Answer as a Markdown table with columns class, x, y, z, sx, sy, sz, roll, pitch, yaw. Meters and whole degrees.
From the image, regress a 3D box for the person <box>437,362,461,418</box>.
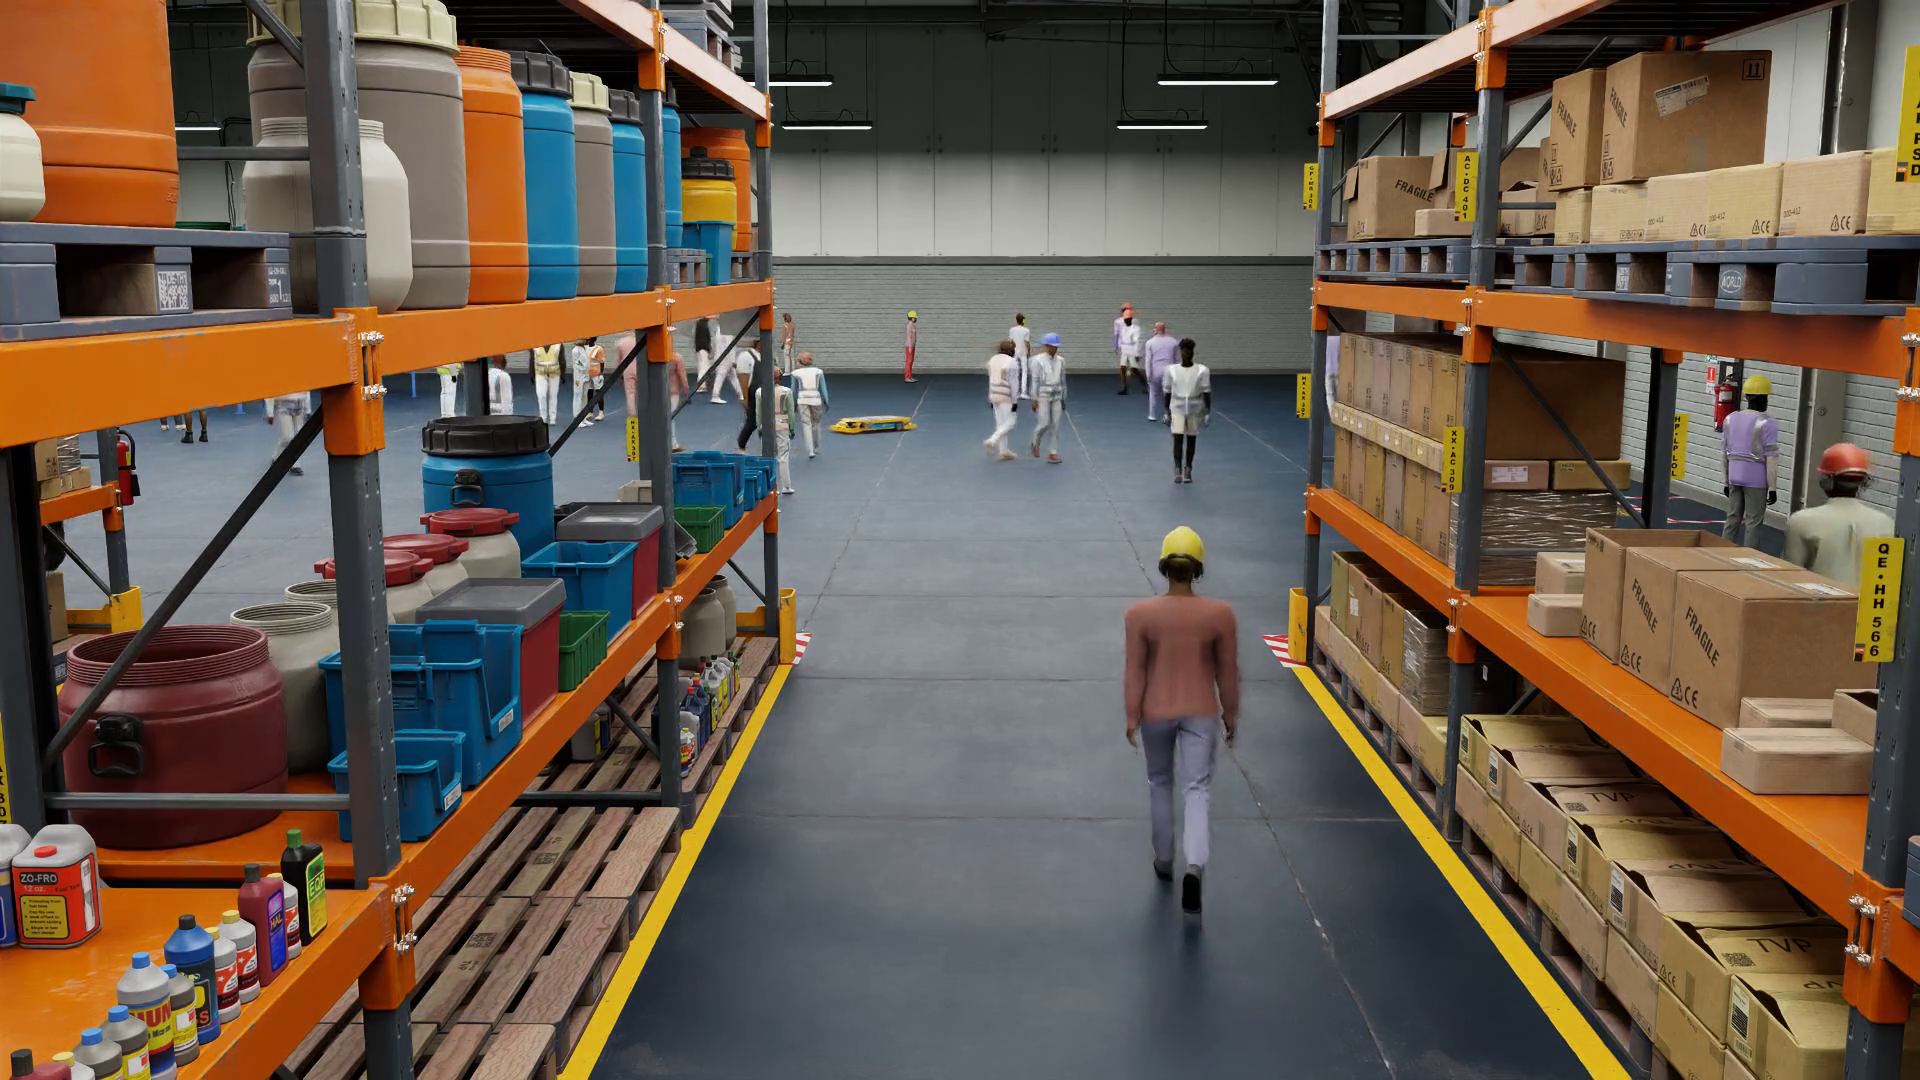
| class | x | y | z | sx | sy | sz | roll | pitch | yaw |
| --- | --- | --- | --- | --- | --- | --- | --- | --- | --- |
| person | -9.438 | -3.082 | 30.746 | 0.430 | 1.835 | 0.619 | -6 | 11 | -31 |

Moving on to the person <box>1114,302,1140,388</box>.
| class | x | y | z | sx | sy | sz | roll | pitch | yaw |
| --- | --- | --- | --- | --- | --- | --- | --- | --- | --- |
| person | 3.932 | -4.604 | 39.265 | 0.621 | 2.028 | 0.583 | 3 | 10 | 15 |

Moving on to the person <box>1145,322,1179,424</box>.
| class | x | y | z | sx | sy | sz | roll | pitch | yaw |
| --- | --- | --- | --- | --- | --- | --- | --- | --- | --- |
| person | 3.750 | -3.100 | 30.792 | 0.657 | 1.864 | 0.922 | -1 | 10 | -4 |

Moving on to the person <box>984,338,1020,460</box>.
| class | x | y | z | sx | sy | sz | roll | pitch | yaw |
| --- | --- | --- | --- | --- | --- | --- | --- | --- | --- |
| person | 0.605 | -2.089 | 24.805 | 0.598 | 1.825 | 0.640 | -7 | 12 | -36 |

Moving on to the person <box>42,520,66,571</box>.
| class | x | y | z | sx | sy | sz | roll | pitch | yaw |
| --- | --- | --- | --- | --- | --- | --- | --- | --- | --- |
| person | -7.686 | -0.262 | 13.718 | 0.655 | 1.872 | 0.632 | 3 | 10 | 16 |

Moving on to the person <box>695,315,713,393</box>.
| class | x | y | z | sx | sy | sz | roll | pitch | yaw |
| --- | --- | --- | --- | --- | --- | --- | --- | --- | --- |
| person | -5.819 | -4.294 | 37.681 | 0.402 | 1.943 | 0.744 | -3 | 10 | -20 |

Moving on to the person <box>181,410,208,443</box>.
| class | x | y | z | sx | sy | sz | roll | pitch | yaw |
| --- | --- | --- | --- | --- | --- | --- | --- | --- | --- |
| person | -12.684 | -2.577 | 27.392 | 0.362 | 1.935 | 0.553 | 9 | 13 | 42 |

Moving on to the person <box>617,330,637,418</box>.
| class | x | y | z | sx | sy | sz | roll | pitch | yaw |
| --- | --- | --- | --- | --- | --- | --- | --- | --- | --- |
| person | -5.978 | -3.071 | 30.642 | 0.649 | 1.839 | 1.034 | -1 | 10 | -5 |

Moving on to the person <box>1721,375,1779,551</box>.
| class | x | y | z | sx | sy | sz | roll | pitch | yaw |
| --- | --- | --- | --- | --- | --- | --- | --- | --- | --- |
| person | 7.245 | -0.547 | 15.253 | 0.364 | 1.930 | 0.588 | -4 | 10 | -25 |

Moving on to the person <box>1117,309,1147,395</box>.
| class | x | y | z | sx | sy | sz | roll | pitch | yaw |
| --- | --- | --- | --- | --- | --- | --- | --- | --- | --- |
| person | 3.865 | -4.223 | 37.336 | 0.783 | 1.916 | 0.552 | -9 | 13 | -43 |

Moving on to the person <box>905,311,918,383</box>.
| class | x | y | z | sx | sy | sz | roll | pitch | yaw |
| --- | --- | --- | --- | --- | --- | --- | --- | --- | --- |
| person | -1.190 | -4.784 | 41.153 | 0.337 | 1.757 | 0.518 | 1 | 10 | 9 |

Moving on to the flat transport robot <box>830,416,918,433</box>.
| class | x | y | z | sx | sy | sz | roll | pitch | yaw |
| --- | --- | --- | --- | --- | --- | --- | --- | --- | --- |
| flat transport robot | -1.520 | -2.055 | 29.372 | 1.431 | 0.197 | 0.652 | -7 | 12 | -35 |

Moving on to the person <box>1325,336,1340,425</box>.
| class | x | y | z | sx | sy | sz | roll | pitch | yaw |
| --- | --- | --- | --- | --- | --- | --- | --- | --- | --- |
| person | 6.770 | -3.053 | 30.402 | 0.709 | 1.888 | 0.595 | 0 | 9 | 1 |

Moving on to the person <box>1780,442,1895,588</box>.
| class | x | y | z | sx | sy | sz | roll | pitch | yaw |
| --- | --- | --- | --- | --- | --- | --- | --- | --- | --- |
| person | 4.812 | 0.456 | 9.128 | 0.616 | 1.975 | 0.797 | -1 | 9 | -3 |

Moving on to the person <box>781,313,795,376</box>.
| class | x | y | z | sx | sy | sz | roll | pitch | yaw |
| --- | --- | --- | --- | --- | --- | --- | --- | --- | --- |
| person | -4.489 | -5.091 | 43.338 | 0.306 | 1.639 | 0.524 | 5 | 11 | 26 |

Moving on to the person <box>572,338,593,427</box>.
| class | x | y | z | sx | sy | sz | roll | pitch | yaw |
| --- | --- | --- | --- | --- | --- | --- | --- | --- | --- |
| person | -6.824 | -2.928 | 30.079 | 0.322 | 1.741 | 0.490 | 2 | 10 | 14 |

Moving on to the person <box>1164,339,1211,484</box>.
| class | x | y | z | sx | sy | sz | roll | pitch | yaw |
| --- | --- | --- | --- | --- | --- | --- | --- | --- | --- |
| person | 3.028 | -1.700 | 22.155 | 0.633 | 1.921 | 0.960 | 1 | 10 | 7 |

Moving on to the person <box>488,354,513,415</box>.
| class | x | y | z | sx | sy | sz | roll | pitch | yaw |
| --- | --- | --- | --- | --- | --- | --- | --- | --- | --- |
| person | -6.136 | -1.610 | 21.891 | 0.580 | 1.853 | 0.900 | 8 | 12 | 38 |

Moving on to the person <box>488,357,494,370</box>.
| class | x | y | z | sx | sy | sz | roll | pitch | yaw |
| --- | --- | --- | --- | --- | --- | --- | --- | --- | --- |
| person | -10.695 | -4.209 | 37.491 | 0.579 | 1.824 | 0.633 | -3 | 10 | -19 |

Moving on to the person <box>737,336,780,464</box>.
| class | x | y | z | sx | sy | sz | roll | pitch | yaw |
| --- | --- | --- | --- | --- | --- | --- | --- | --- | --- |
| person | -2.982 | -2.150 | 24.652 | 0.689 | 2.000 | 0.827 | -7 | 12 | -37 |

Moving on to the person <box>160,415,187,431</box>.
| class | x | y | z | sx | sy | sz | roll | pitch | yaw |
| --- | --- | --- | --- | --- | --- | --- | --- | --- | --- |
| person | -13.999 | -2.859 | 29.367 | 0.505 | 1.841 | 0.347 | -1 | 10 | -6 |

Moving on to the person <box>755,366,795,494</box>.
| class | x | y | z | sx | sy | sz | roll | pitch | yaw |
| --- | --- | --- | --- | --- | --- | --- | --- | --- | --- |
| person | -2.354 | -1.398 | 21.214 | 0.514 | 1.641 | 0.307 | 1 | 10 | 9 |

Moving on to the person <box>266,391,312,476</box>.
| class | x | y | z | sx | sy | sz | roll | pitch | yaw |
| --- | --- | --- | --- | --- | --- | --- | --- | --- | --- |
| person | -9.315 | -1.796 | 23.112 | 0.440 | 1.810 | 0.587 | 6 | 11 | 30 |

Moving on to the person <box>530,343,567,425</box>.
| class | x | y | z | sx | sy | sz | roll | pitch | yaw |
| --- | --- | --- | --- | --- | --- | --- | --- | --- | --- |
| person | -7.422 | -2.958 | 30.017 | 0.646 | 1.815 | 0.764 | -3 | 10 | -16 |

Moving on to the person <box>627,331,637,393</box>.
| class | x | y | z | sx | sy | sz | roll | pitch | yaw |
| --- | --- | --- | --- | --- | --- | --- | --- | --- | --- |
| person | -7.265 | -4.312 | 37.742 | 0.605 | 1.951 | 0.380 | -6 | 11 | -30 |

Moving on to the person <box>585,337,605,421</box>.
| class | x | y | z | sx | sy | sz | roll | pitch | yaw |
| --- | --- | --- | --- | --- | --- | --- | --- | --- | --- |
| person | -6.877 | -3.093 | 31.188 | 0.536 | 1.699 | 0.322 | 6 | 11 | 31 |

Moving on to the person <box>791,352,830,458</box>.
| class | x | y | z | sx | sy | sz | roll | pitch | yaw |
| --- | --- | --- | --- | --- | --- | --- | --- | --- | --- |
| person | -2.283 | -2.061 | 25.323 | 0.561 | 1.584 | 0.864 | -2 | 10 | -11 |

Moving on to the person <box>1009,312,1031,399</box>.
| class | x | y | z | sx | sy | sz | roll | pitch | yaw |
| --- | --- | --- | --- | --- | --- | --- | --- | --- | --- |
| person | 1.312 | -4.003 | 36.138 | 0.527 | 1.873 | 0.320 | 5 | 11 | 29 |

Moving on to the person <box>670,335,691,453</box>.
| class | x | y | z | sx | sy | sz | roll | pitch | yaw |
| --- | --- | --- | --- | --- | --- | --- | --- | --- | --- |
| person | -4.462 | -2.213 | 25.191 | 0.622 | 1.955 | 1.004 | 5 | 11 | 27 |

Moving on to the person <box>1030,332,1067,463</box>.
| class | x | y | z | sx | sy | sz | roll | pitch | yaw |
| --- | --- | --- | --- | --- | --- | --- | --- | --- | --- |
| person | 1.304 | -2.102 | 24.549 | 0.626 | 1.930 | 0.501 | -6 | 11 | -30 |

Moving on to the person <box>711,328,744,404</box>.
| class | x | y | z | sx | sy | sz | roll | pitch | yaw |
| --- | --- | --- | --- | --- | --- | --- | --- | --- | --- |
| person | -4.800 | -3.801 | 34.931 | 0.985 | 1.859 | 0.675 | -3 | 10 | -18 |

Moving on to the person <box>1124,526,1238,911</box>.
| class | x | y | z | sx | sy | sz | roll | pitch | yaw |
| --- | --- | --- | --- | --- | --- | --- | --- | --- | --- |
| person | 1.024 | 0.811 | 7.713 | 0.532 | 1.739 | 0.795 | 1 | 10 | 5 |
